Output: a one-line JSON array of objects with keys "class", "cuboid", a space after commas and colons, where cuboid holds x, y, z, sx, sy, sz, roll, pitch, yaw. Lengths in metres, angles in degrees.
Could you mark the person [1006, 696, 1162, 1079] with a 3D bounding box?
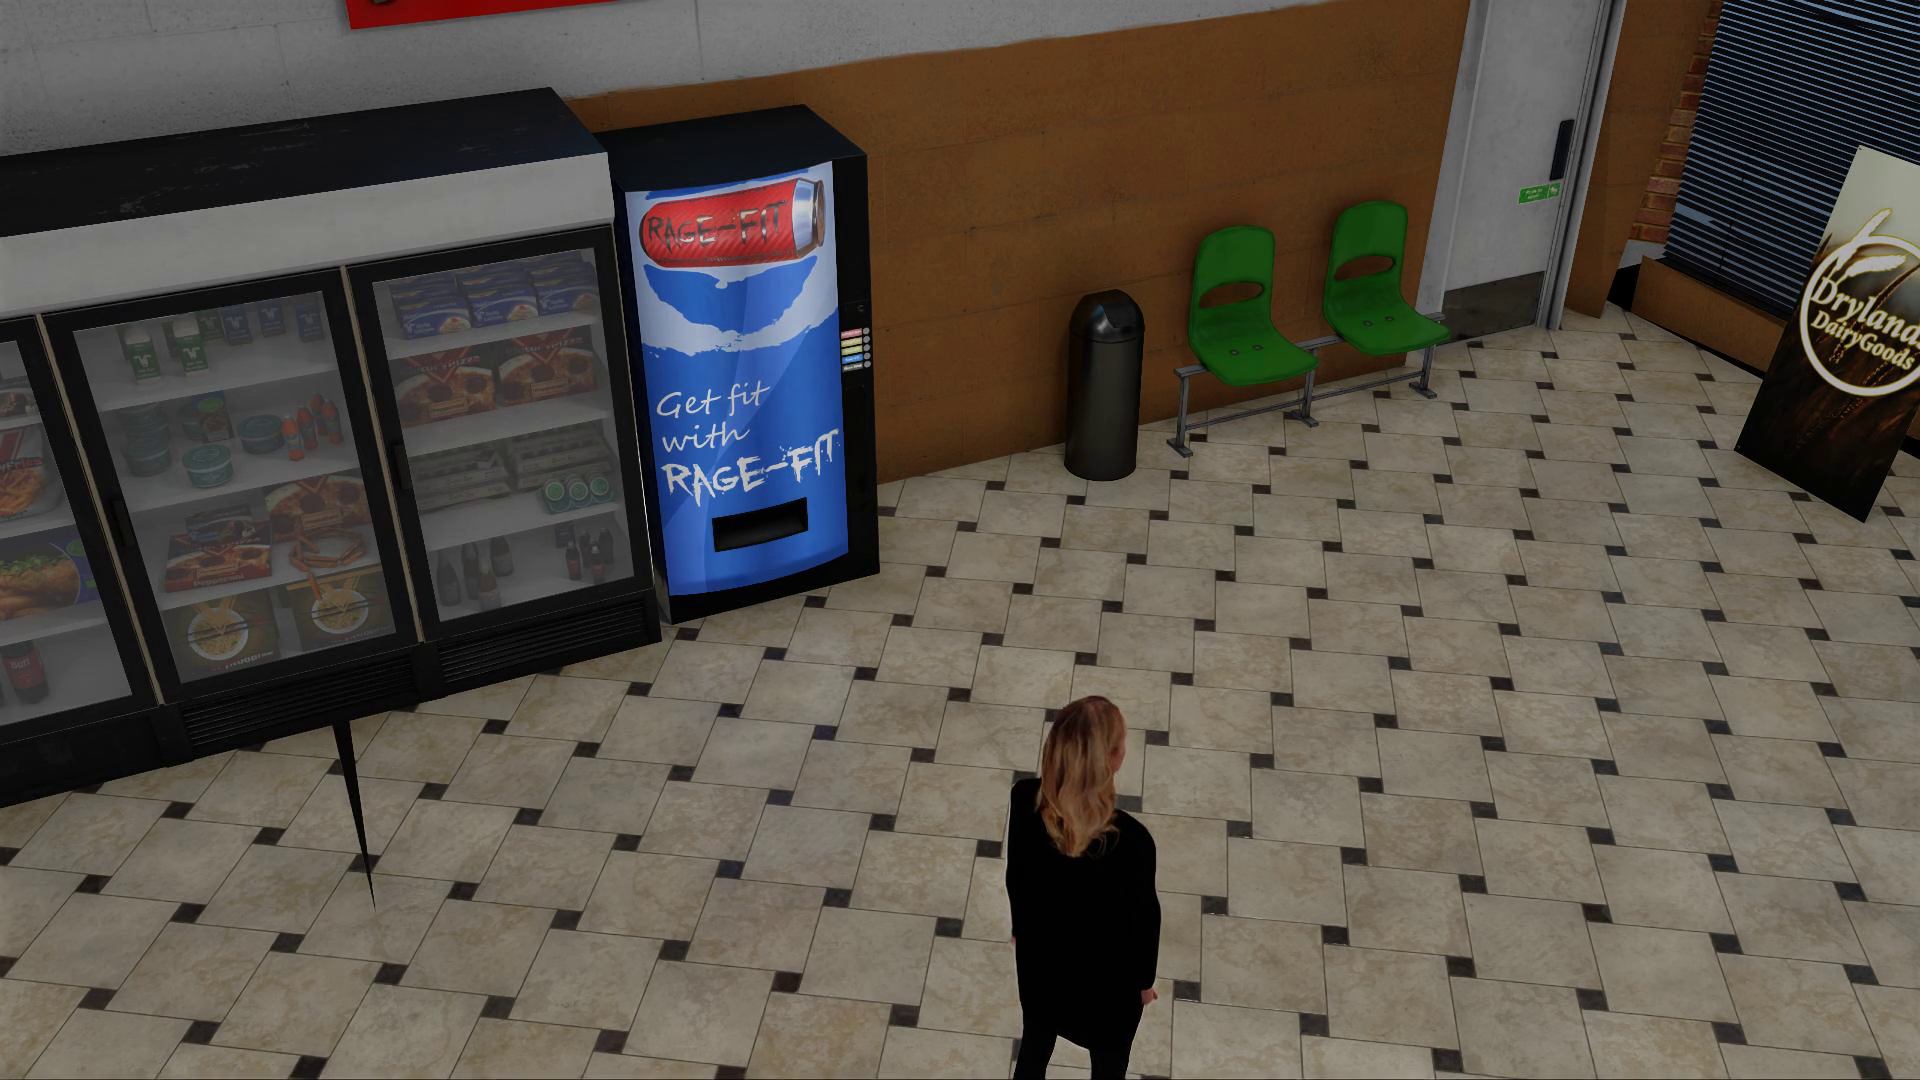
[{"class": "person", "cuboid": [0.328, 1.196, 4.681, 0.618, 1.801, 0.736, 19, 37, 28]}]
